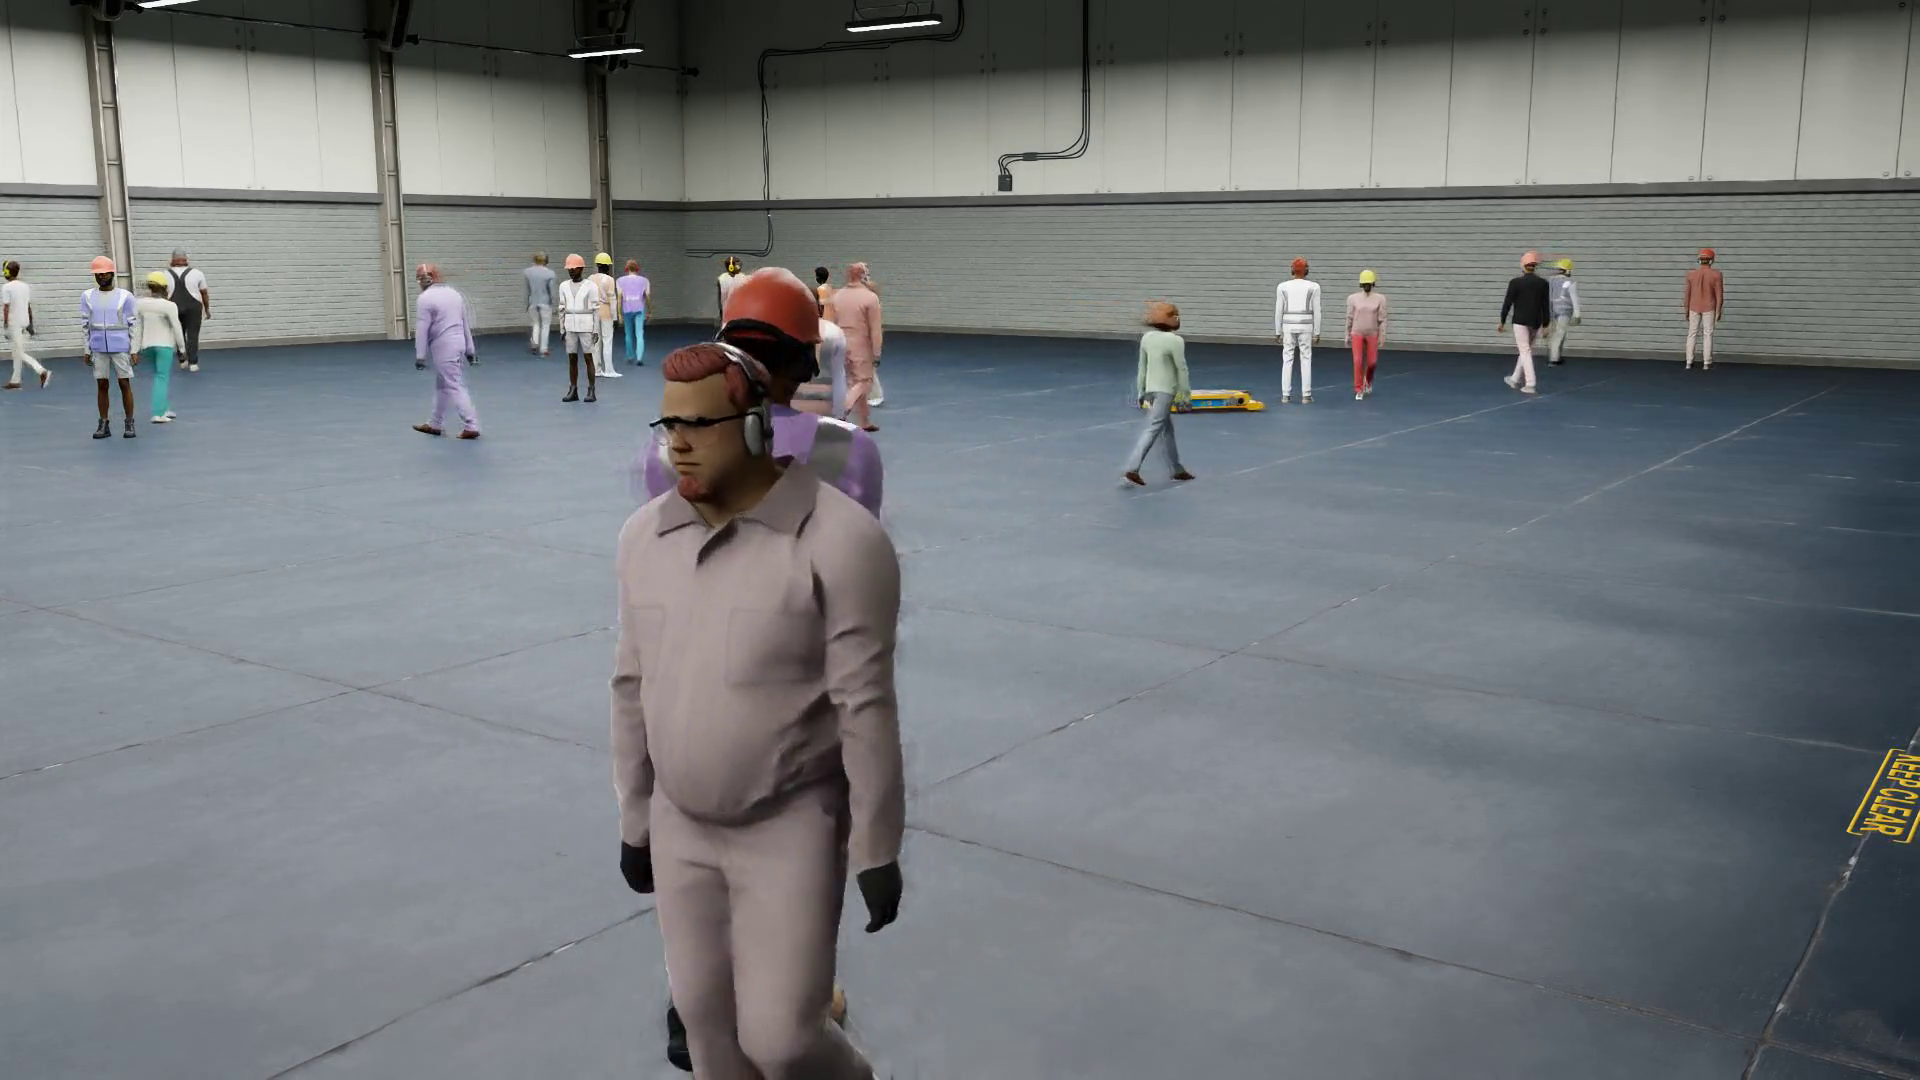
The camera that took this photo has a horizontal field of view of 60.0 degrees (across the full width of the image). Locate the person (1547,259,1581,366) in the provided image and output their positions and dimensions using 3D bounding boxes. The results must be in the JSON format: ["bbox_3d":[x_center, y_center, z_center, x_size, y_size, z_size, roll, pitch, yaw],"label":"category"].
[{"bbox_3d":[10.258,-3.841,28.143,0.684,1.806,0.611,-5,11,-27],"label":"person"}]

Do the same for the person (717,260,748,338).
[{"bbox_3d":[-3.993,-4.069,29.414,0.631,1.819,0.758,1,10,8],"label":"person"}]

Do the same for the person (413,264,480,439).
[{"bbox_3d":[-5.522,-1.999,17.713,0.976,1.856,0.670,3,11,16],"label":"person"}]

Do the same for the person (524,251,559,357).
[{"bbox_3d":[-7.627,-4.301,30.398,0.662,1.925,0.433,3,10,15],"label":"person"}]

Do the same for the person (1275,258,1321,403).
[{"bbox_3d":[4.401,-2.721,21.671,0.581,1.882,0.339,3,11,18],"label":"person"}]

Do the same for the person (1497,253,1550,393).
[{"bbox_3d":[7.927,-3.055,23.397,0.611,1.939,1.009,-2,10,-13],"label":"person"}]

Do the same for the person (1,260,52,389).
[{"bbox_3d":[-13.345,-3.051,23.638,0.806,1.849,0.519,2,10,9],"label":"person"}]

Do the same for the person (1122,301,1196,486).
[{"bbox_3d":[1.728,-1.257,14.319,0.873,1.597,0.508,-6,12,-32],"label":"person"}]

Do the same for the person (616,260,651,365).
[{"bbox_3d":[-5.593,-3.903,28.562,0.588,1.797,0.981,-3,11,-17],"label":"person"}]

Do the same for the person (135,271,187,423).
[{"bbox_3d":[-9.271,-2.252,19.401,0.559,1.740,0.695,2,10,11],"label":"person"}]

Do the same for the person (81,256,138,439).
[{"bbox_3d":[-9.065,-2.048,17.744,0.543,1.939,0.360,-2,10,-13],"label":"person"}]

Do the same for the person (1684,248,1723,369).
[{"bbox_3d":[12.285,-3.816,27.485,0.613,1.996,0.376,9,13,41],"label":"person"}]

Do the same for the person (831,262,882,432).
[{"bbox_3d":[-1.145,-2.066,18.026,0.647,1.881,0.817,8,13,39],"label":"person"}]

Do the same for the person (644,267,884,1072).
[{"bbox_3d":[-0.498,0.352,4.093,0.614,2.025,0.649,2,10,13],"label":"person"}]

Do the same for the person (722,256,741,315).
[{"bbox_3d":[-3.563,-3.484,25.983,0.317,1.870,0.523,-2,10,-14],"label":"person"}]

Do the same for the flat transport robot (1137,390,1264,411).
[{"bbox_3d":[2.982,-1.737,20.675,1.431,0.197,0.652,-2,10,-10],"label":"flat transport robot"}]

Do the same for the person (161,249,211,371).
[{"bbox_3d":[-12.720,-3.812,27.338,0.702,2.000,1.031,-2,10,-14],"label":"person"}]

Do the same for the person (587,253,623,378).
[{"bbox_3d":[-5.520,-3.478,25.787,0.595,1.925,0.373,7,12,35],"label":"person"}]

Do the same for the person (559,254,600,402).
[{"bbox_3d":[-4.997,-2.767,21.778,0.550,1.935,0.375,2,10,12],"label":"person"}]

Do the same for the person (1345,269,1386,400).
[{"bbox_3d":[5.403,-2.738,22.187,0.527,1.739,0.494,2,10,9],"label":"person"}]

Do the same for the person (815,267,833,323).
[{"bbox_3d":[-2.203,-3.575,26.969,0.320,1.698,0.538,2,10,12],"label":"person"}]

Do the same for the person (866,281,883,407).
[{"bbox_3d":[-1.172,-2.480,21.103,0.380,1.614,0.565,-6,12,-30],"label":"person"}]

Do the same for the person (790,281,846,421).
[{"bbox_3d":[-1.115,-0.913,11.749,0.634,1.813,0.804,0,10,2],"label":"person"}]

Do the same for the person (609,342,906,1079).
[{"bbox_3d":[-0.411,0.556,3.290,0.679,1.890,0.471,6,12,28],"label":"person"}]
